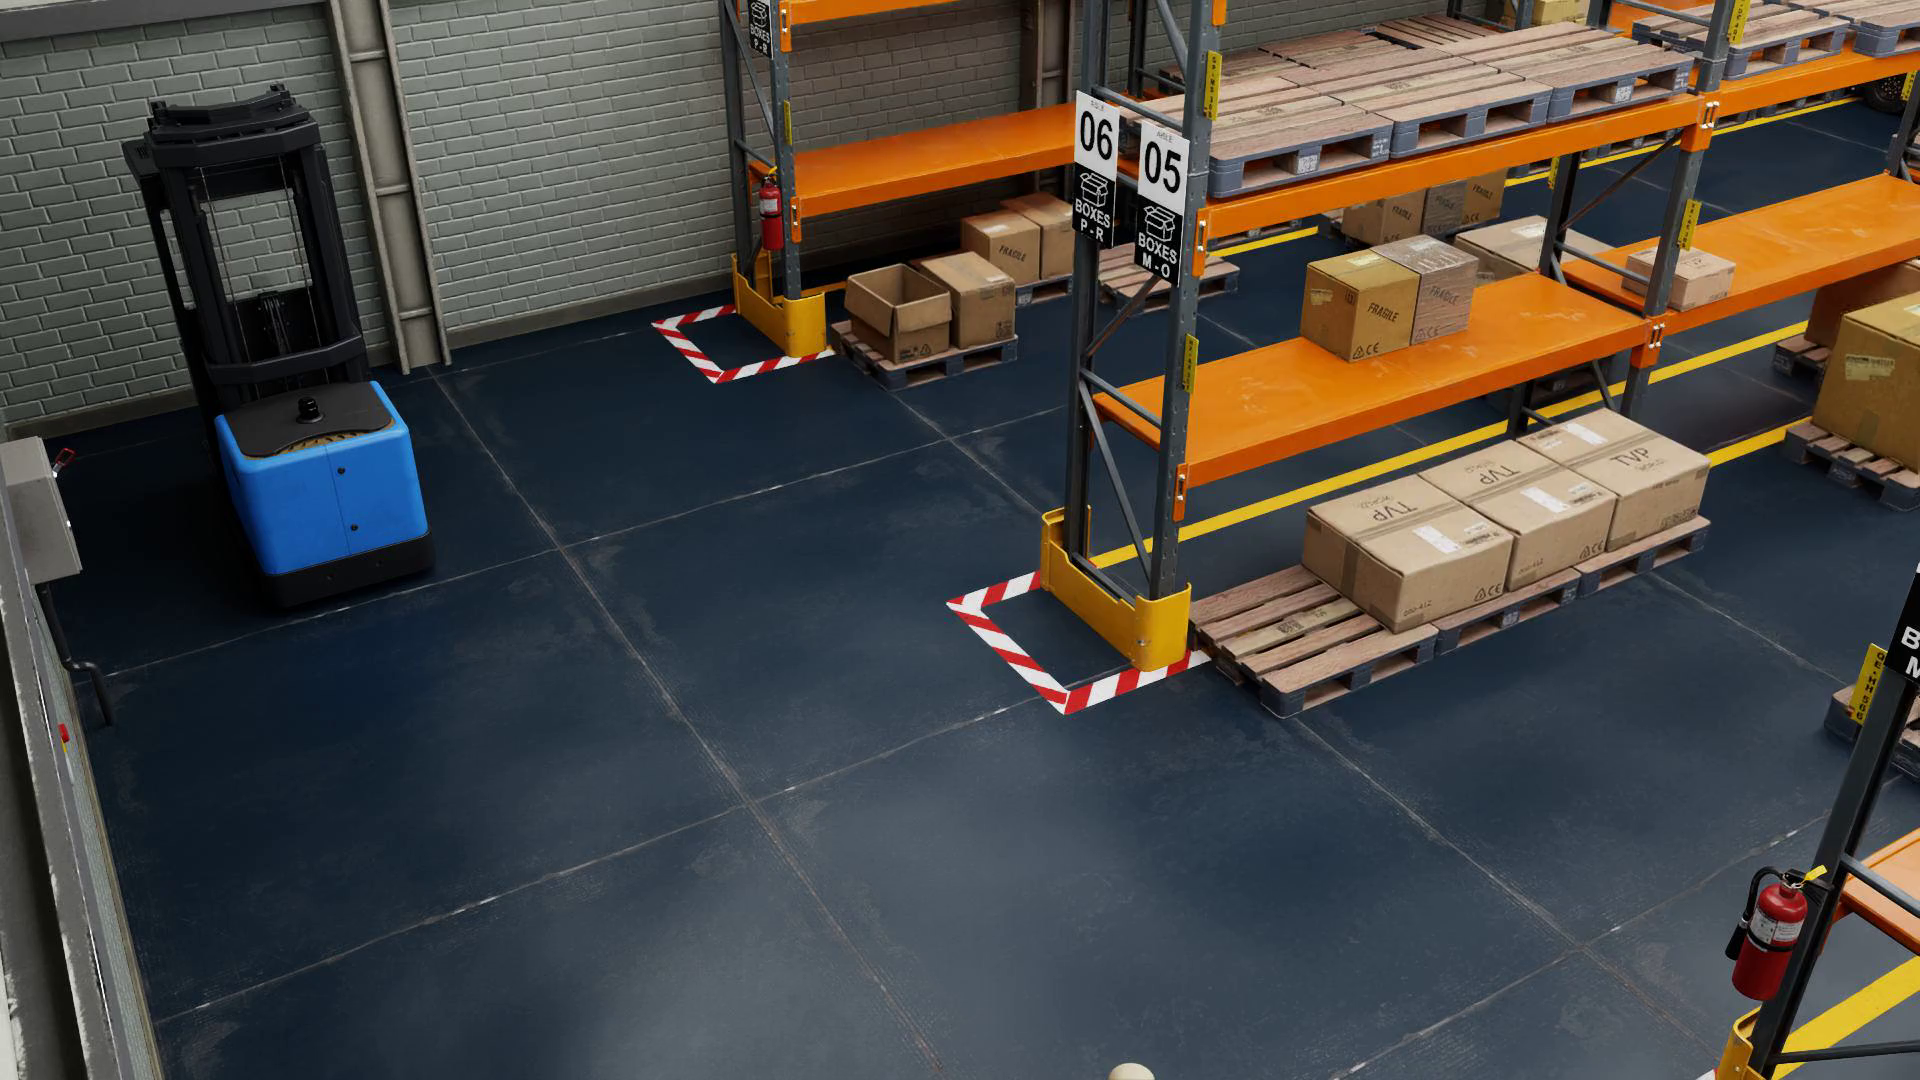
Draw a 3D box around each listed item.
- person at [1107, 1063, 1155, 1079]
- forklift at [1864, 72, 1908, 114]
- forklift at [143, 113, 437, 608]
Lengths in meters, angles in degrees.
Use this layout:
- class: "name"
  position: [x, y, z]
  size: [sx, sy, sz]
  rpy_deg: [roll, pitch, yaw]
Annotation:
- class: "person"
  position: [0.525, 2.397, 5.611]
  size: [0.586, 1.799, 0.396]
  rpy_deg: [-1, 32, -2]
- class: "forklift"
  position: [11.468, -5.645, 18.244]
  size: [1.214, 2.155, 2.313]
  rpy_deg: [-17, 36, -26]
- class: "forklift"
  position: [-4.289, -1.259, 10.509]
  size: [1.129, 2.768, 1.873]
  rpy_deg: [-17, 36, -26]
